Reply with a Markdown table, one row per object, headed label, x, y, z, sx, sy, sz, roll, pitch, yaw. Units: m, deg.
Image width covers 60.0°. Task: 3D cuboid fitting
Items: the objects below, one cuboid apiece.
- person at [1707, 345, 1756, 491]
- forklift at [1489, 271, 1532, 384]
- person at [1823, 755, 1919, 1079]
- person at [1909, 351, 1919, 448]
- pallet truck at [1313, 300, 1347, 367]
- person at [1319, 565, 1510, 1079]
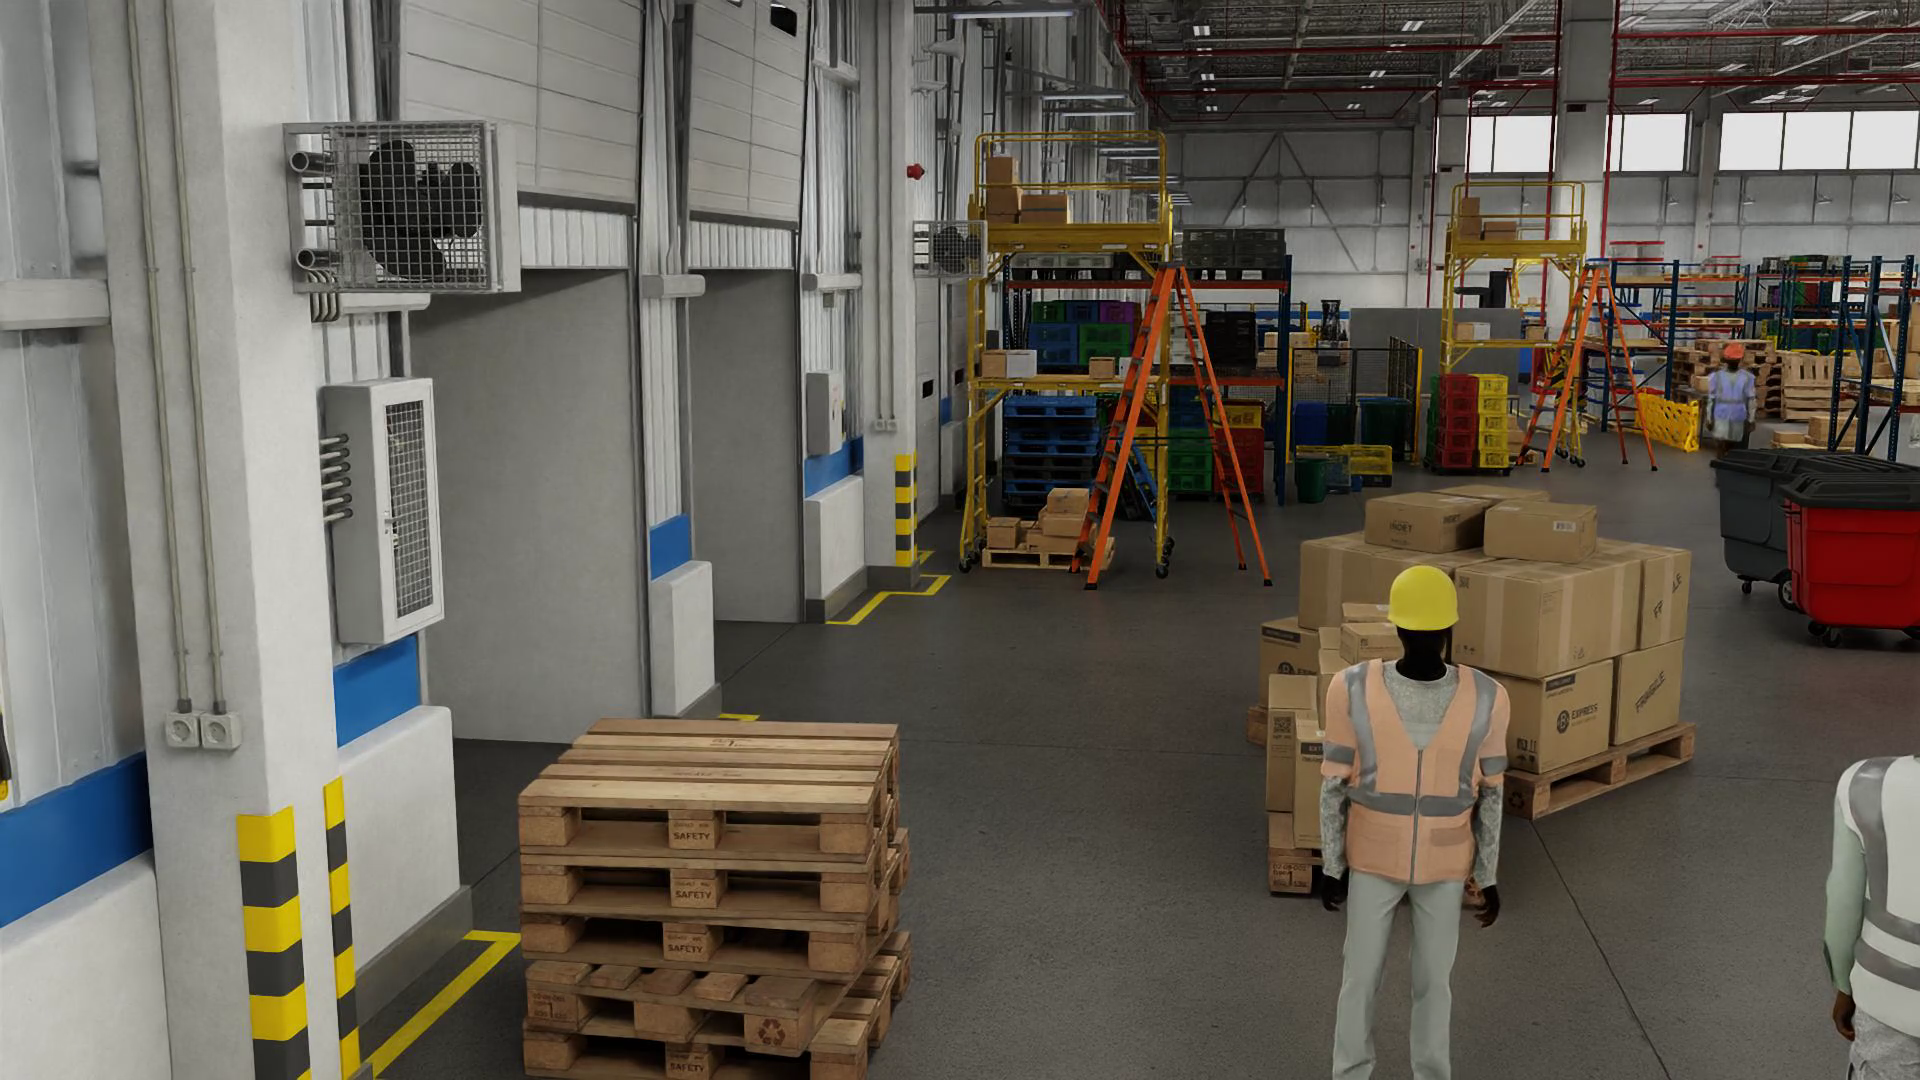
| label | x | y | z | sx | sy | sz | roll | pitch | yaw |
| --- | --- | --- | --- | --- | --- | --- | --- | --- | --- |
| person | 10.035 | -1.594 | 21.663 | 0.567 | 1.888 | 0.989 | 3 | 10 | 17 |
| forklift | 13.422 | -5.322 | 41.591 | 1.873 | 2.768 | 1.129 | 1 | 9 | 9 |
| person | 2.532 | 1.194 | 4.262 | 0.380 | 1.950 | 0.605 | -9 | 13 | -43 |
| person | 15.515 | -2.341 | 26.736 | 0.321 | 1.736 | 0.488 | 4 | 10 | 25 |
| pallet truck | 11.159 | -6.200 | 49.718 | 0.823 | 1.965 | 1.885 | 4 | 10 | 26 |
| person | 1.451 | 1.027 | 5.360 | 0.584 | 1.928 | 0.373 | 1 | 9 | 8 |
